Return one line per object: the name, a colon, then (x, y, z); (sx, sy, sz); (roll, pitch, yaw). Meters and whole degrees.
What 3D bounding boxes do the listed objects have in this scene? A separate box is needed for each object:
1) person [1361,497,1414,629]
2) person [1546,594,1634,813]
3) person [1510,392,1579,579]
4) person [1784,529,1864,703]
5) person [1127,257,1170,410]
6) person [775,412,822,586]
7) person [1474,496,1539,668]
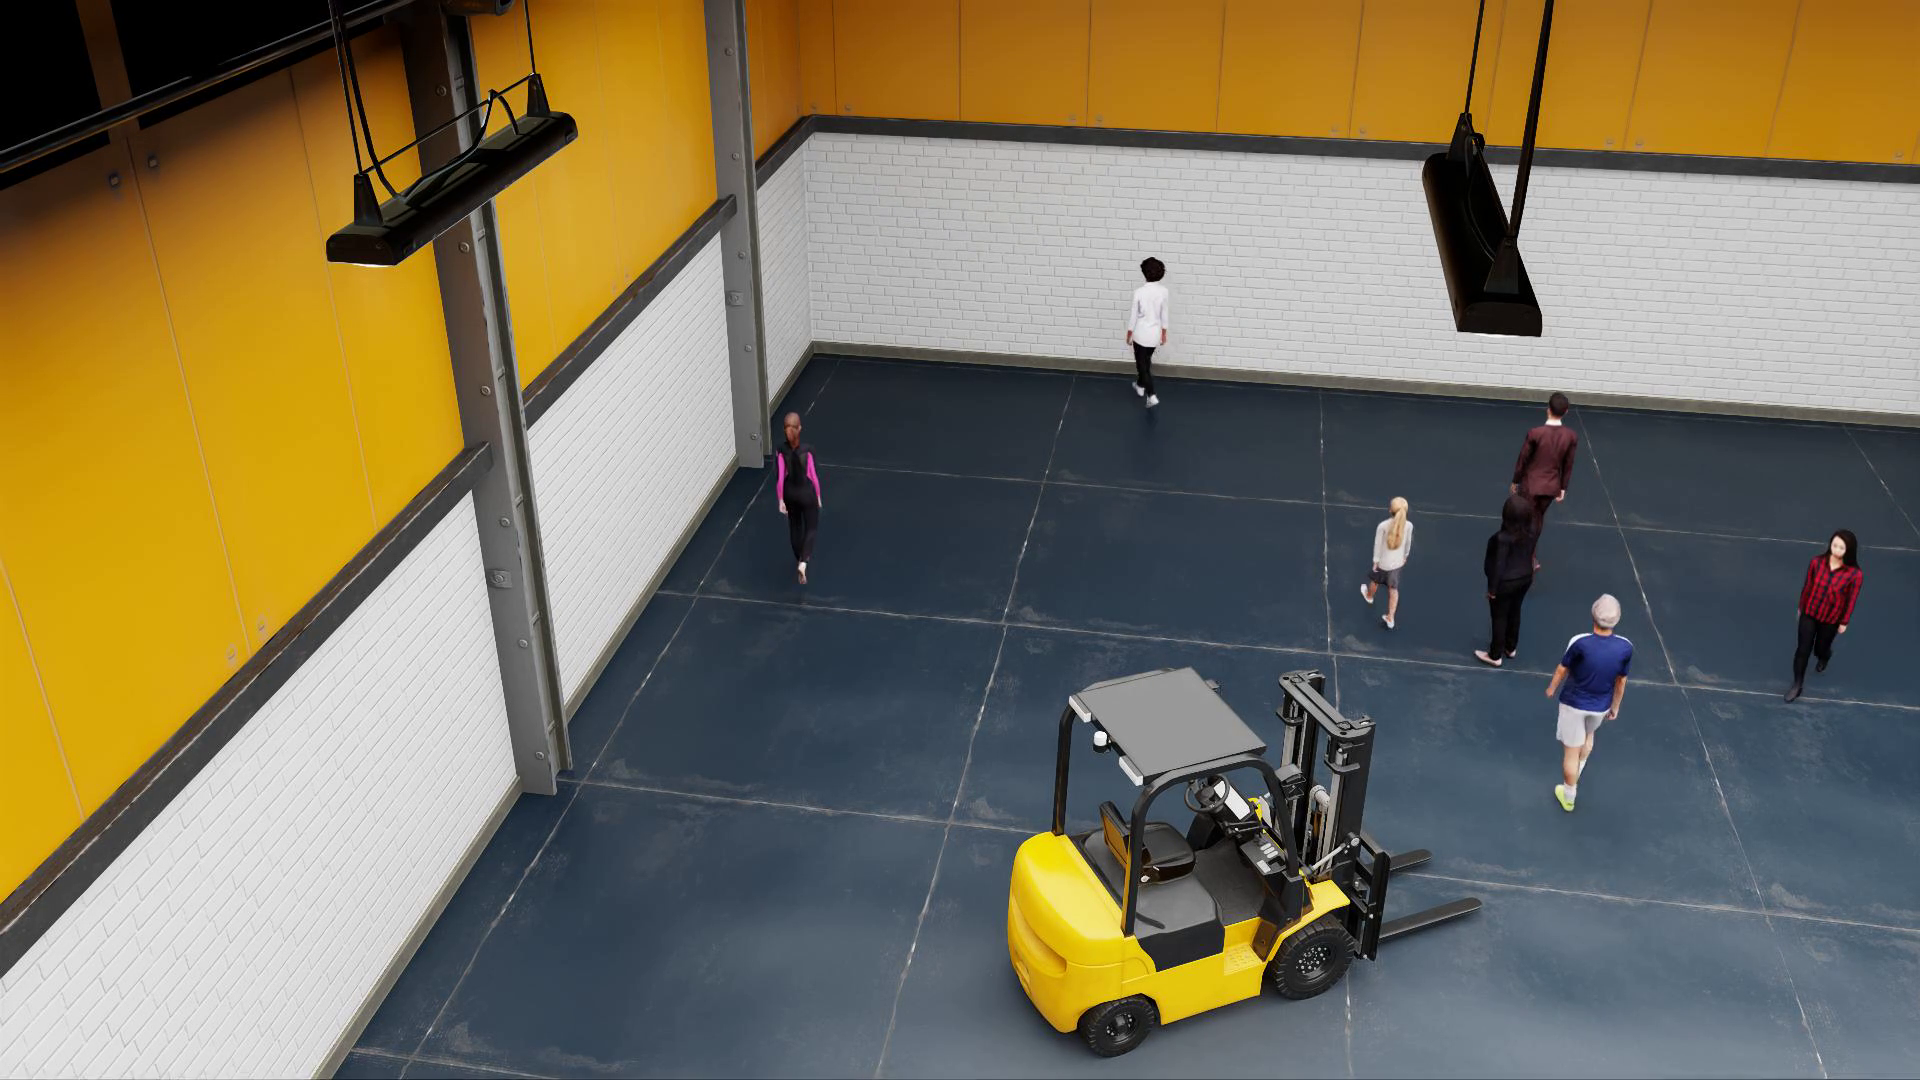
person: (3.963, 0.219, 15.252); (0.648, 1.248, 0.896); (-2, 29, -3)
person: (4.801, 1.283, 12.706); (0.746, 1.818, 0.914); (-1, 29, -1)
person: (5.564, -0.498, 15.943); (0.849, 1.844, 1.154); (-1, 29, -2)
person: (7.347, 0.609, 14.132); (0.843, 1.636, 0.952); (25, 37, 38)
person: (2.216, -2.403, 19.505); (0.948, 1.779, 1.189); (-8, 30, -15)
person: (-1.534, -0.368, 15.819); (0.614, 1.735, 0.976); (2, 29, 3)
person: (4.834, 0.355, 14.620); (0.767, 1.614, 0.830); (-19, 34, -31)
